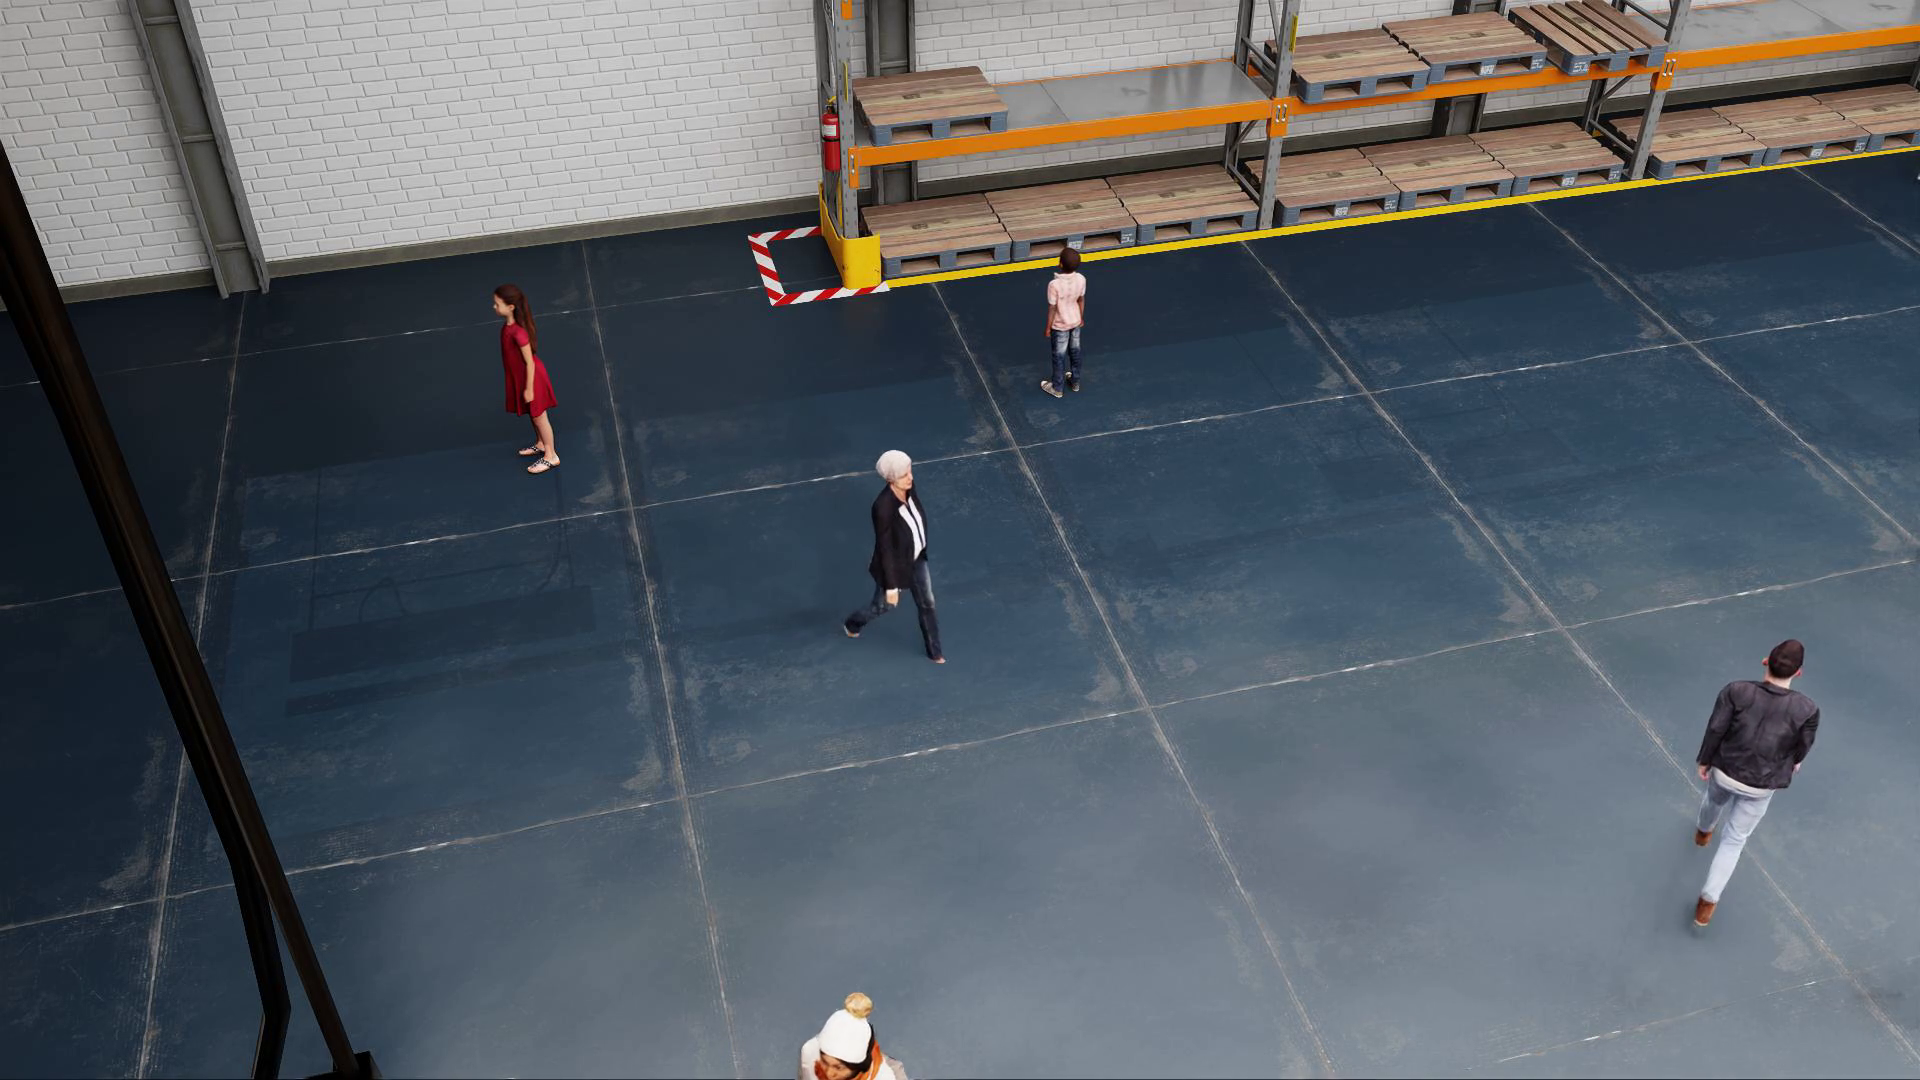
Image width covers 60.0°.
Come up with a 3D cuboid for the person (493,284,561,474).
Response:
[{"bbox_3d":[-3.233,-1.226,12.404,0.654,1.553,0.598,-17,42,-21],"label":"person"}]

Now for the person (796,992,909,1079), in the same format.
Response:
[{"bbox_3d":[-0.402,2.582,7.394,1.134,1.855,1.198,20,43,23],"label":"person"}]

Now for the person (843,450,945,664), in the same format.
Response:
[{"bbox_3d":[-0.457,0.176,10.784,1.173,1.761,1.216,21,43,24],"label":"person"}]

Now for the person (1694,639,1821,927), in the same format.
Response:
[{"bbox_3d":[4.241,1.333,9.001,1.148,1.802,1.221,20,43,24],"label":"person"}]

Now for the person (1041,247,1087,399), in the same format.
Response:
[{"bbox_3d":[0.841,-1.741,13.246,0.486,1.307,0.616,-20,43,-23],"label":"person"}]
